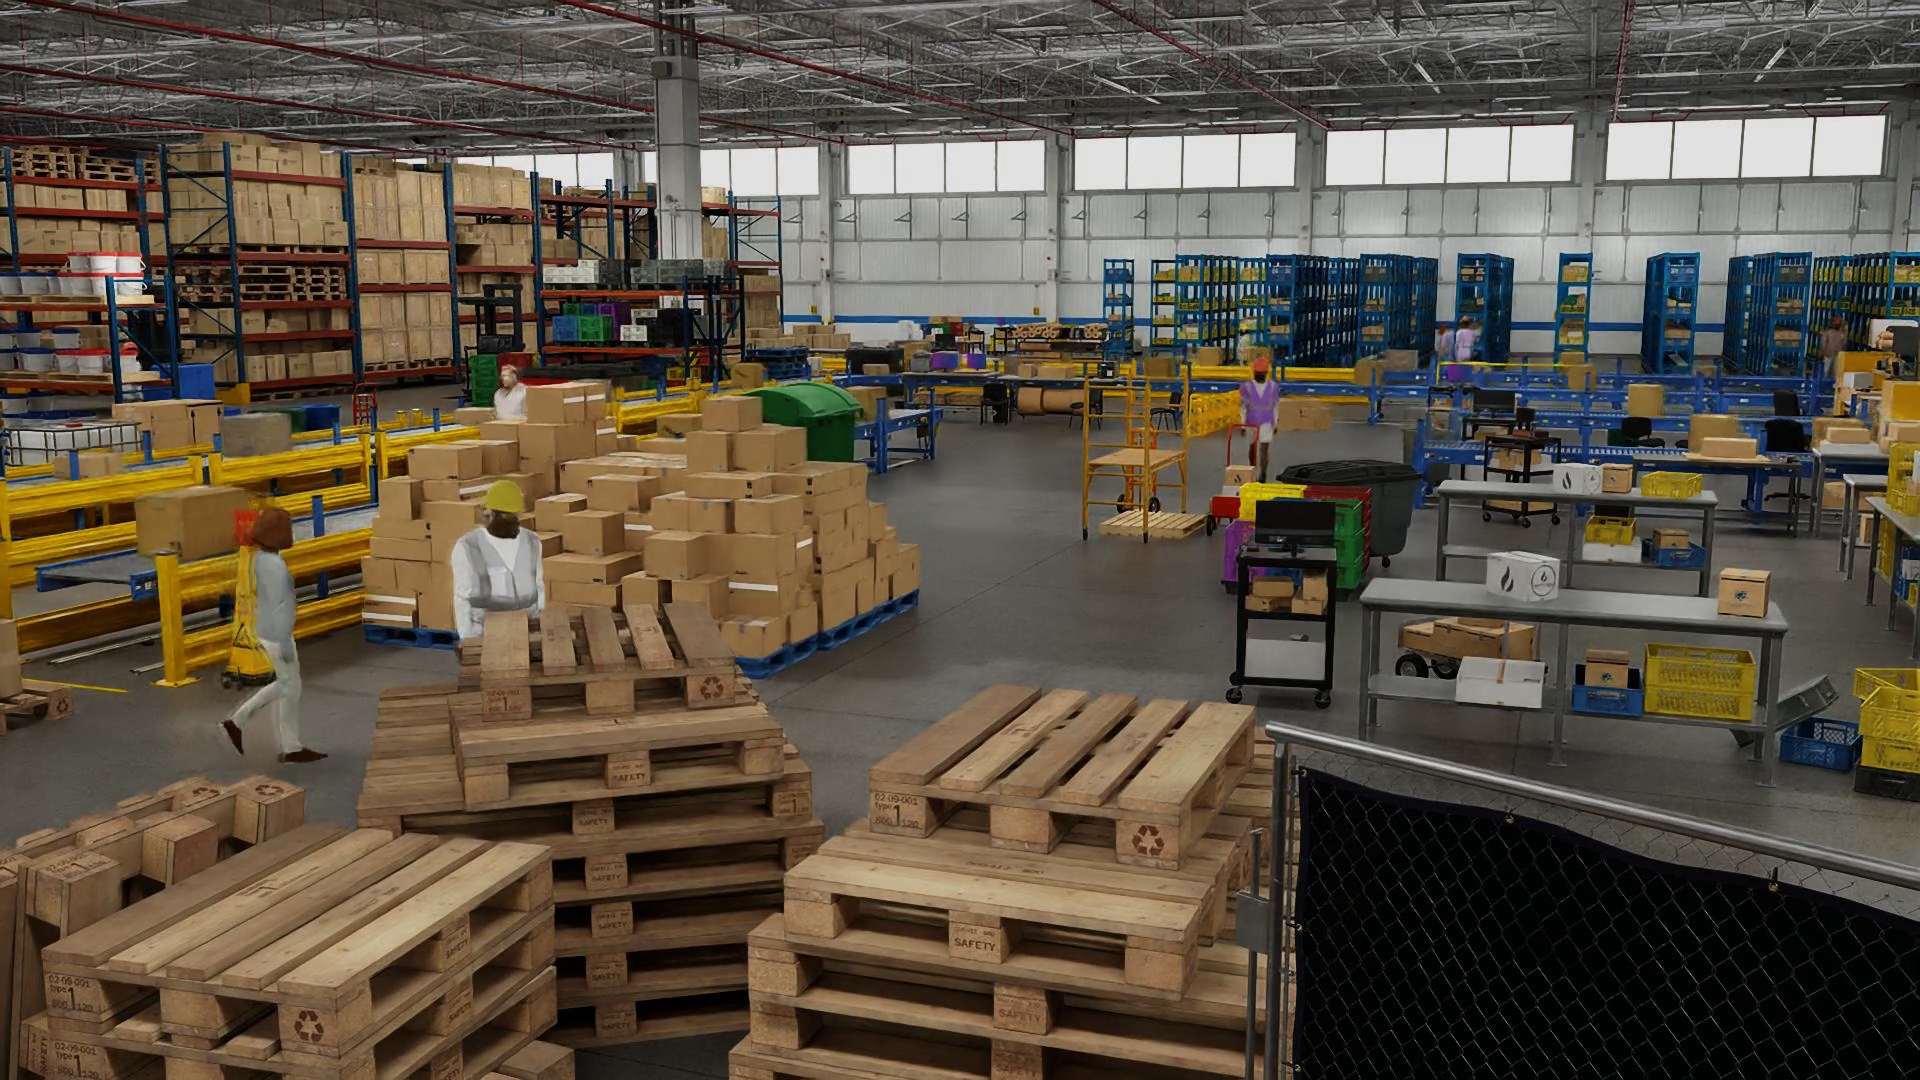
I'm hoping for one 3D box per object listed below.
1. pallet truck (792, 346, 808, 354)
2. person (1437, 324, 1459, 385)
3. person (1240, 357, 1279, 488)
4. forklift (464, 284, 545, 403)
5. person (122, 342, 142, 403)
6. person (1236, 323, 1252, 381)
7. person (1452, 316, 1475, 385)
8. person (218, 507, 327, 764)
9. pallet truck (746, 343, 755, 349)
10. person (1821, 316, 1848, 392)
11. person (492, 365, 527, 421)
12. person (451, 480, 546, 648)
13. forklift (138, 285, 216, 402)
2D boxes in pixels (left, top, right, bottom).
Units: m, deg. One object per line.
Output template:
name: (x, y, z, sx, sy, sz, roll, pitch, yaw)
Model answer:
pallet truck: (-3.705, -4.298, 42.022, 0.653, 1.274, 1.630, 3, 10, 20)
person: (12.465, -4.656, 42.721, 0.923, 1.804, 0.576, 3, 9, 17)
person: (4.309, -1.710, 24.003, 0.555, 1.878, 1.056, 1, 9, 8)
forklift: (-10.832, -4.702, 39.610, 1.129, 2.768, 1.873, 3, 10, 20)
person: (-14.212, -2.455, 28.638, 0.737, 1.888, 0.434, 8, 12, 40)
person: (7.328, -4.697, 42.913, 0.425, 1.814, 0.615, 0, 9, 3)
person: (12.783, -4.682, 42.210, 0.634, 2.009, 0.499, -5, 10, -28)
person: (-4.261, 0.606, 10.240, 0.531, 1.621, 0.506, -5, 10, -29)
pallet truck: (-6.183, -4.618, 44.264, 1.601, 1.201, 0.680, -9, 12, -43)
person: (22.794, -4.852, 43.412, 0.630, 1.974, 0.795, 3, 10, 19)
person: (-5.758, -1.313, 21.431, 0.673, 1.891, 0.463, 4, 10, 26)
person: (-2.744, 0.546, 10.018, 0.596, 1.815, 0.454, -8, 12, -41)
forklift: (-17.480, -4.200, 36.461, 1.873, 2.768, 1.129, 3, 10, 19)
